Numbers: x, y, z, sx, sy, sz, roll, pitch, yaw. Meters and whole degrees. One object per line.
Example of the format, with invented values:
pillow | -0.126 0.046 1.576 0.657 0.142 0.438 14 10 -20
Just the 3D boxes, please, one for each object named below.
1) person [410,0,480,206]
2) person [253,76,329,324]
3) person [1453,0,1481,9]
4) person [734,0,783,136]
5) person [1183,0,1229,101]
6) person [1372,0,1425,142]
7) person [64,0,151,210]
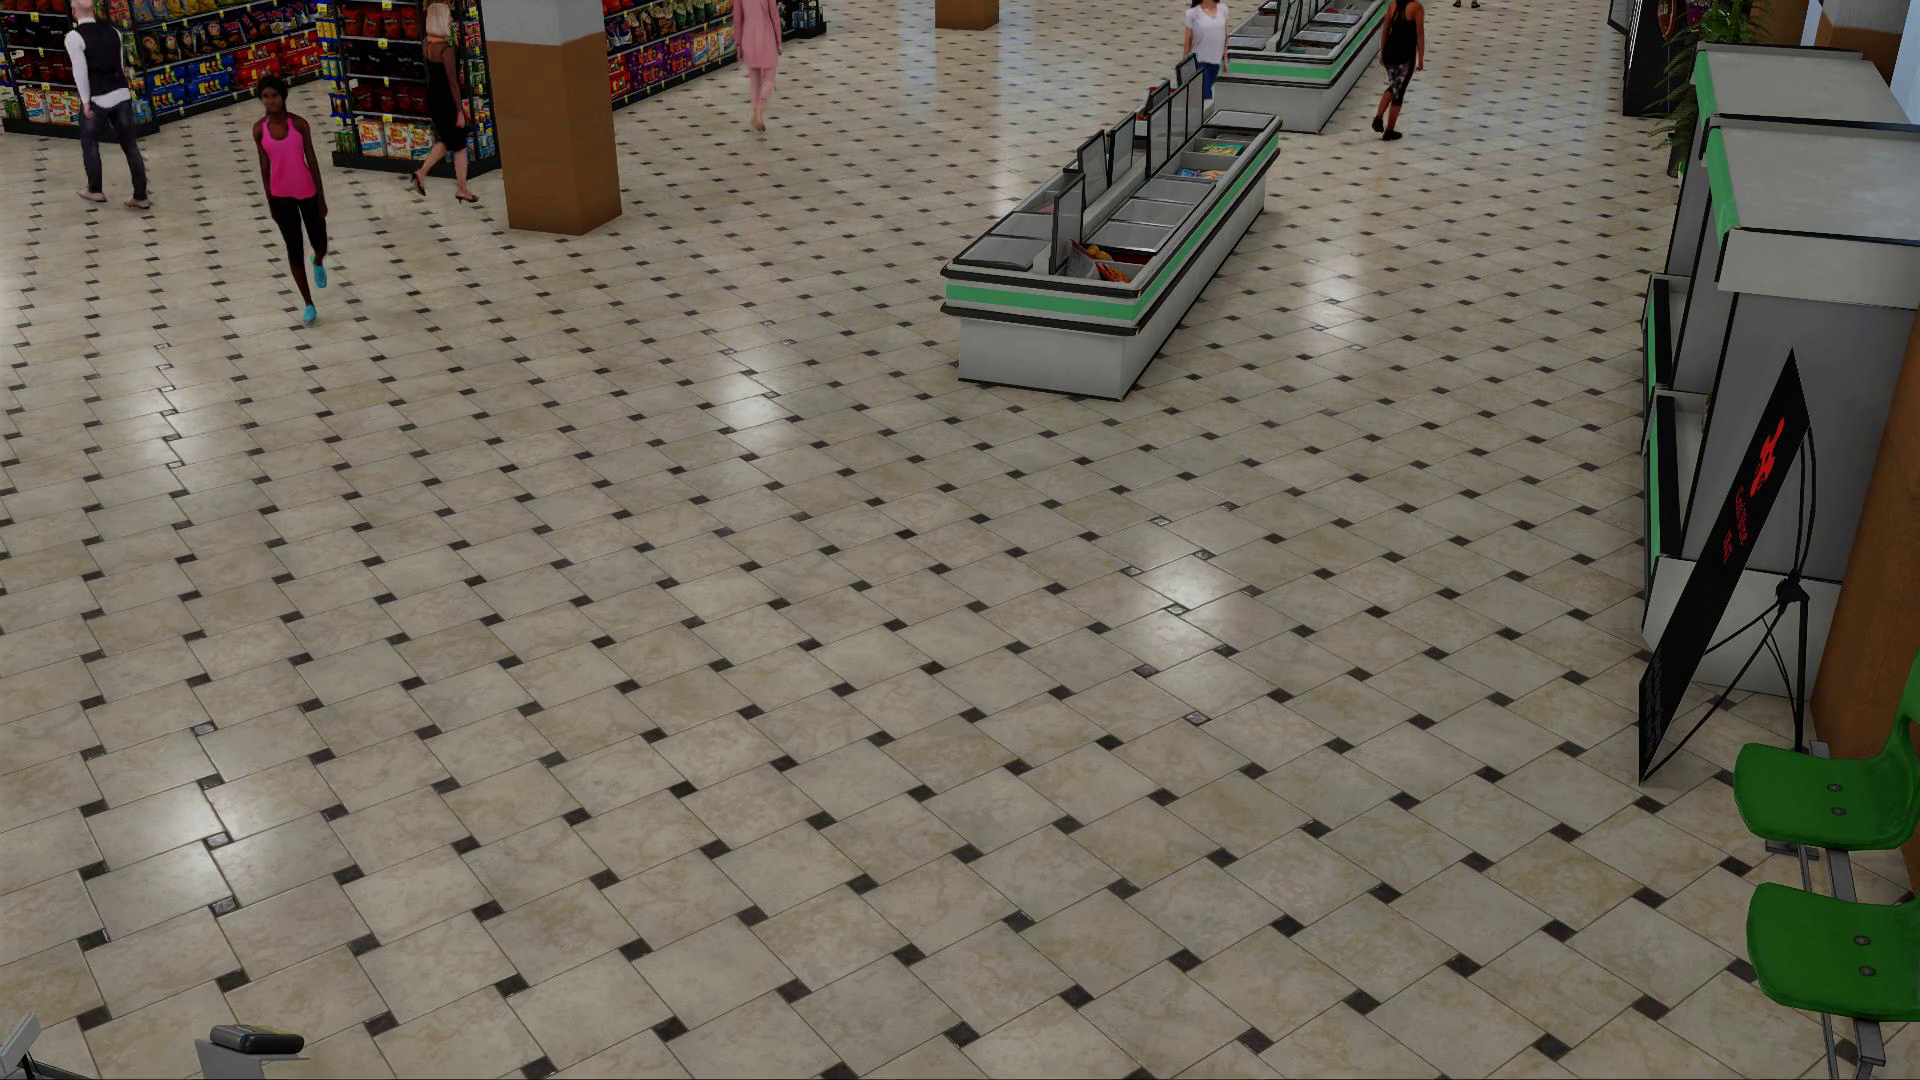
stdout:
person | -4.500 -3.703 14.296 0.812 1.728 0.943 24 35 39
person | -4.717 -2.449 11.848 0.943 1.706 1.050 -9 28 -17
person | 7.350 -8.511 23.802 0.558 1.706 0.486 10 29 19
person | -2.030 -4.904 16.605 0.759 1.783 0.999 2 27 4
person | 2.340 -4.622 16.197 1.094 1.649 1.129 -13 30 -25
person | 4.329 -4.809 16.555 0.768 1.659 0.722 -18 32 -32
person | -7.249 -3.720 14.259 0.869 1.792 1.009 14 30 25
